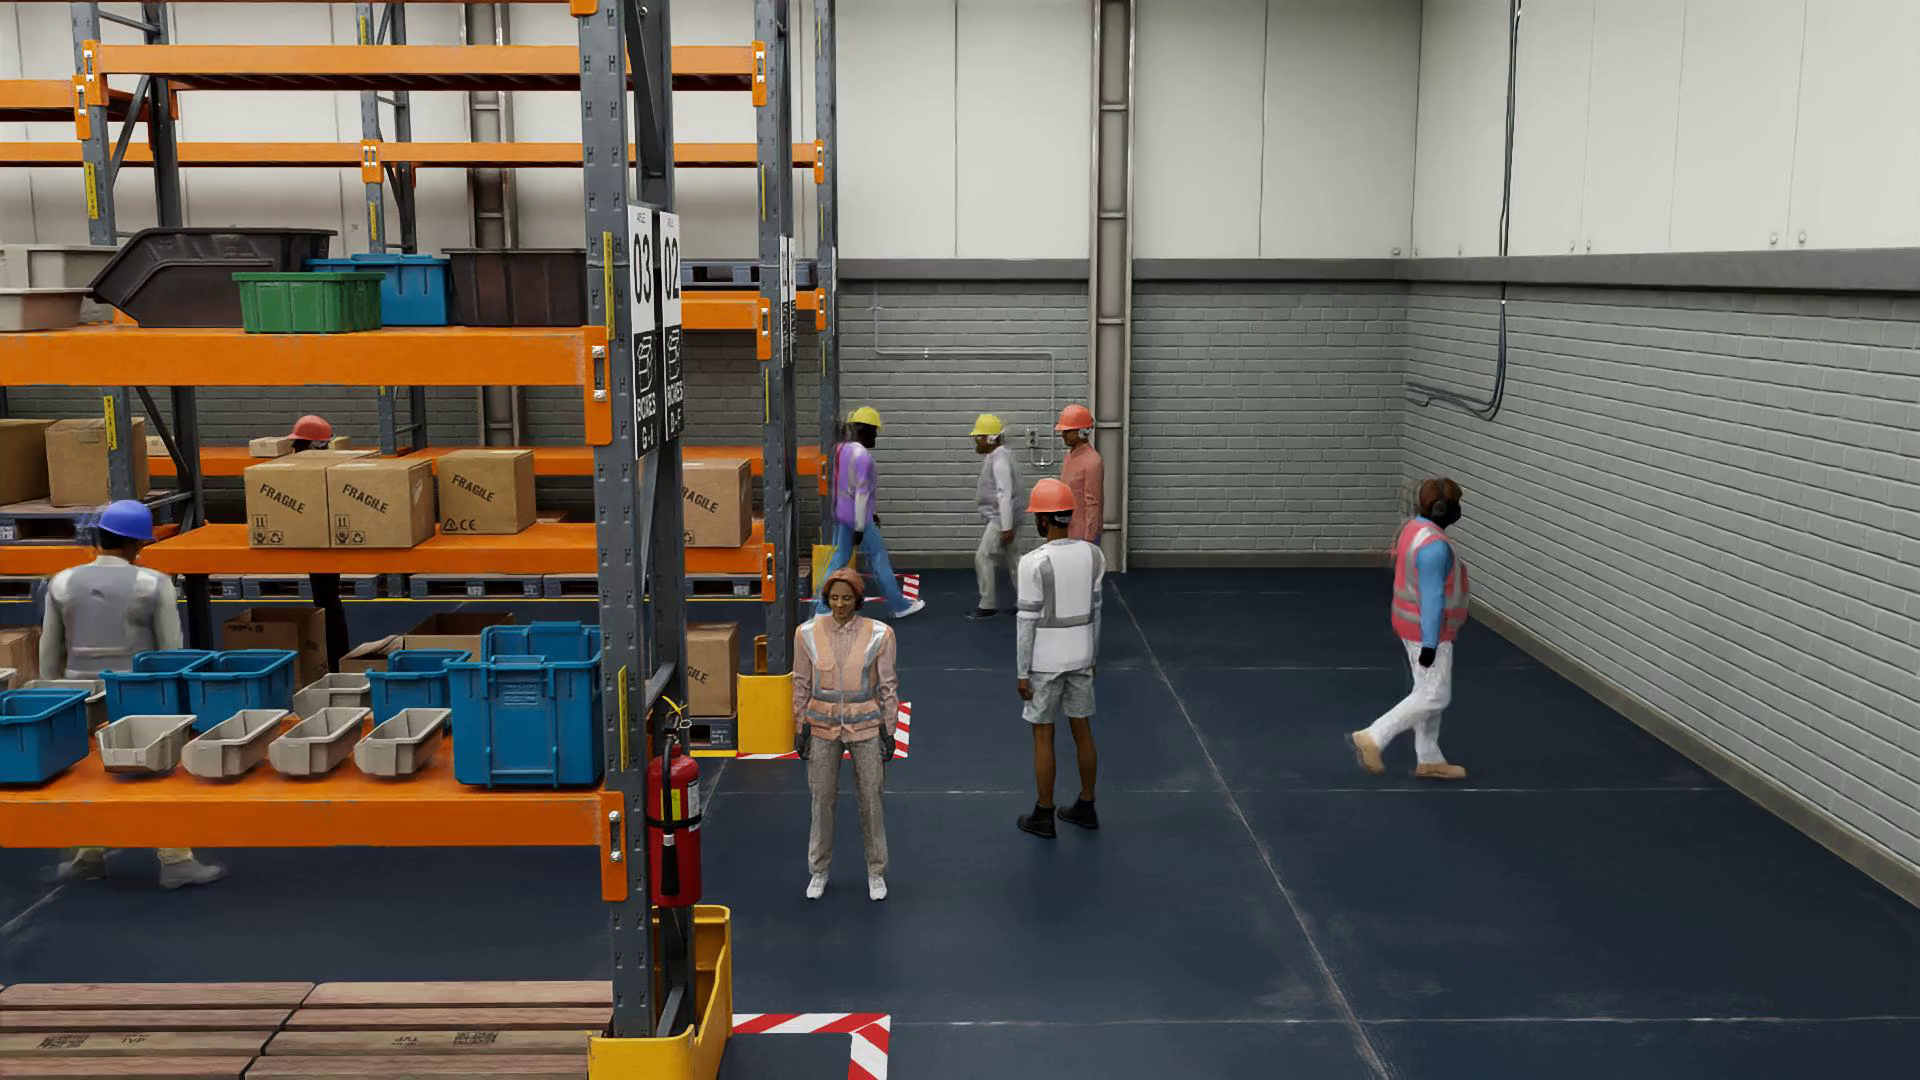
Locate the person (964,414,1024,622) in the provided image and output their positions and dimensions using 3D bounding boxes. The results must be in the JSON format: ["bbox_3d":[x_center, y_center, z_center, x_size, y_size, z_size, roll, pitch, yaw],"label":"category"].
[{"bbox_3d":[0.317,-0.191,14.375,0.707,1.791,0.596,1,9,4],"label":"person"}]

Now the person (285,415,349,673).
[{"bbox_3d":[-4.594,0.100,11.946,0.374,1.997,0.614,-5,10,-27],"label":"person"}]

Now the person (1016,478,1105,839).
[{"bbox_3d":[0.510,0.631,8.916,0.549,1.929,0.387,-6,11,-31],"label":"person"}]

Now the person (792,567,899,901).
[{"bbox_3d":[-0.546,0.930,7.985,0.514,1.630,0.318,1,9,4],"label":"person"}]

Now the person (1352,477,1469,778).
[{"bbox_3d":[2.686,0.535,9.801,0.611,1.829,0.630,1,9,5],"label":"person"}]

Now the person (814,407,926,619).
[{"bbox_3d":[-0.830,-0.210,14.289,0.991,1.865,0.581,-4,10,-25],"label":"person"}]

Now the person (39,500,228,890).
[{"bbox_3d":[-4.108,0.764,8.166,0.861,1.910,0.447,0,9,-2],"label":"person"}]

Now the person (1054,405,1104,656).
[{"bbox_3d":[0.922,-0.069,13.024,0.406,1.986,0.613,-3,10,-15],"label":"person"}]
